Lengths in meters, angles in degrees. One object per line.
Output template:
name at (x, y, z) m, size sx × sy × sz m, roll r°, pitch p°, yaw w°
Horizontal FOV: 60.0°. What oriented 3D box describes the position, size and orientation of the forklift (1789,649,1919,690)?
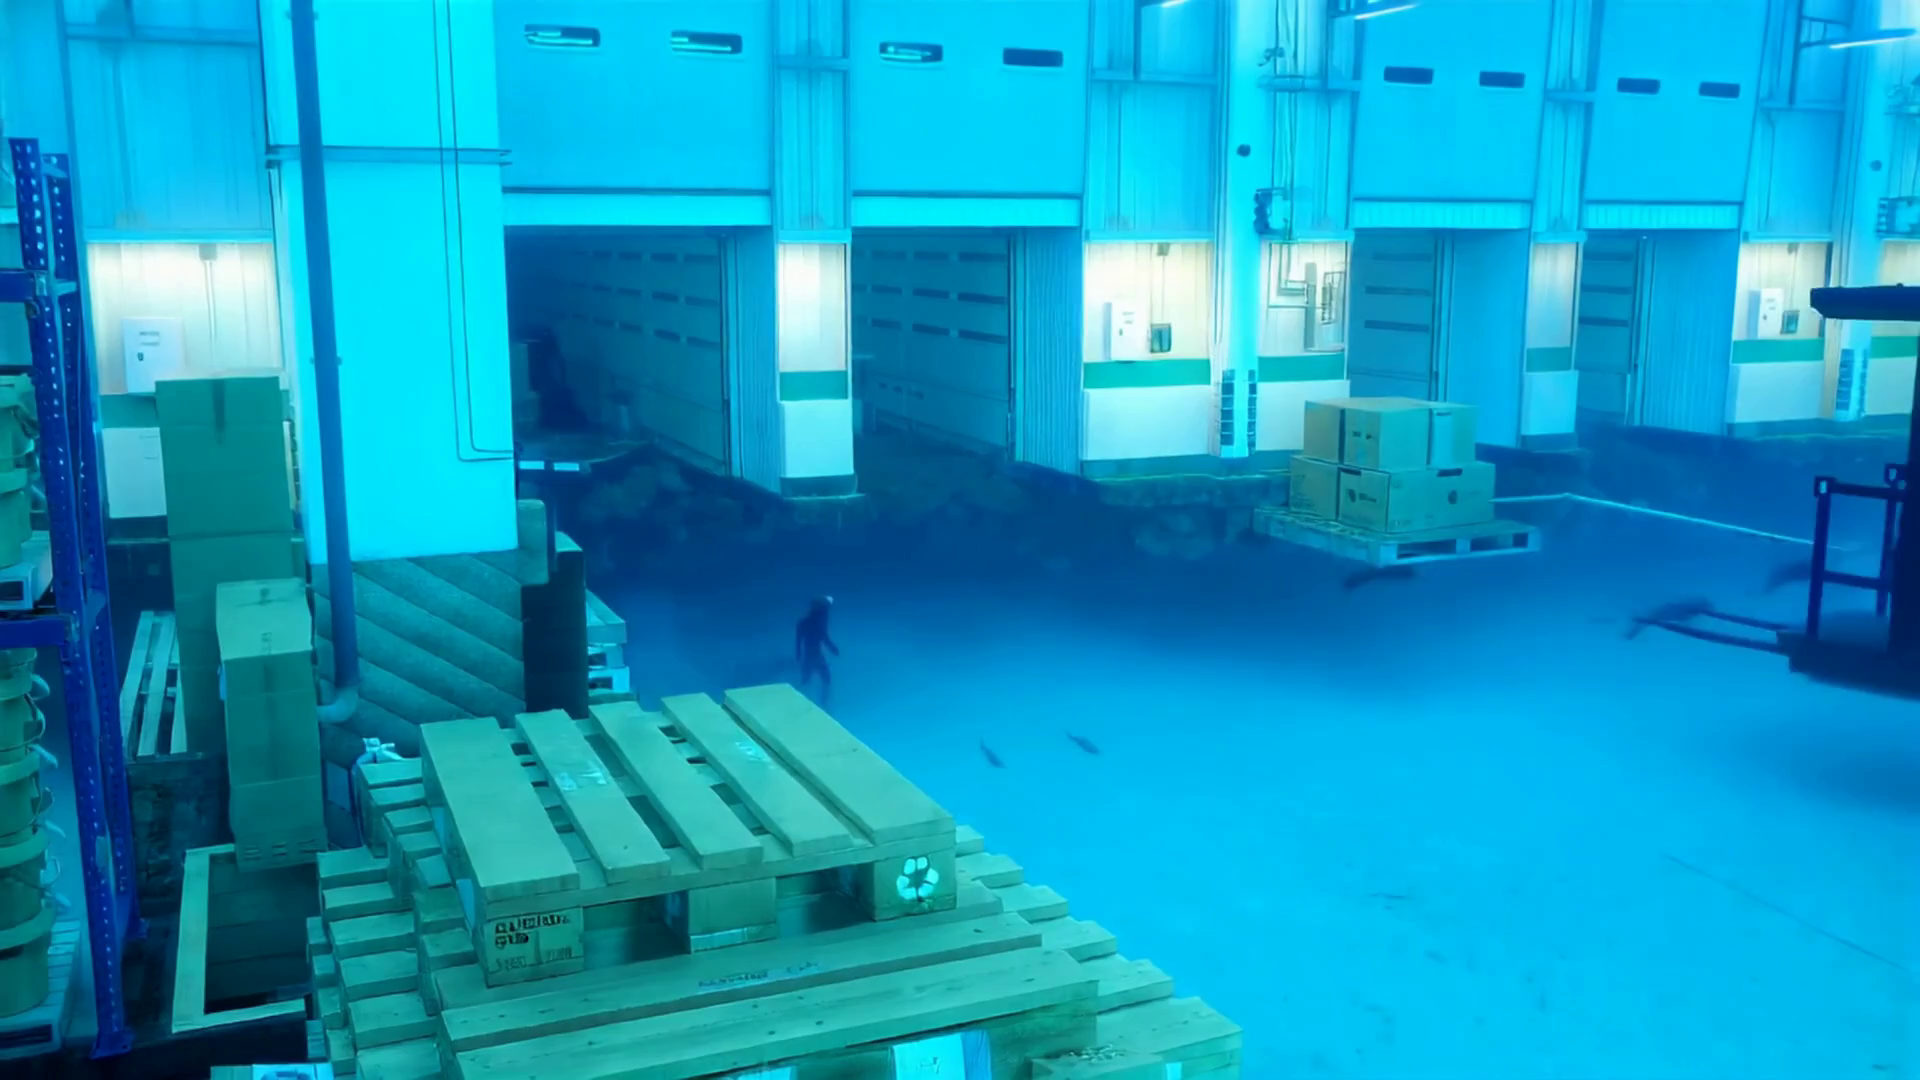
forklift at (6.205, -0.471, 9.782) m, size 1.129 × 2.768 × 1.873 m, roll -8°, pitch 13°, yaw -38°
